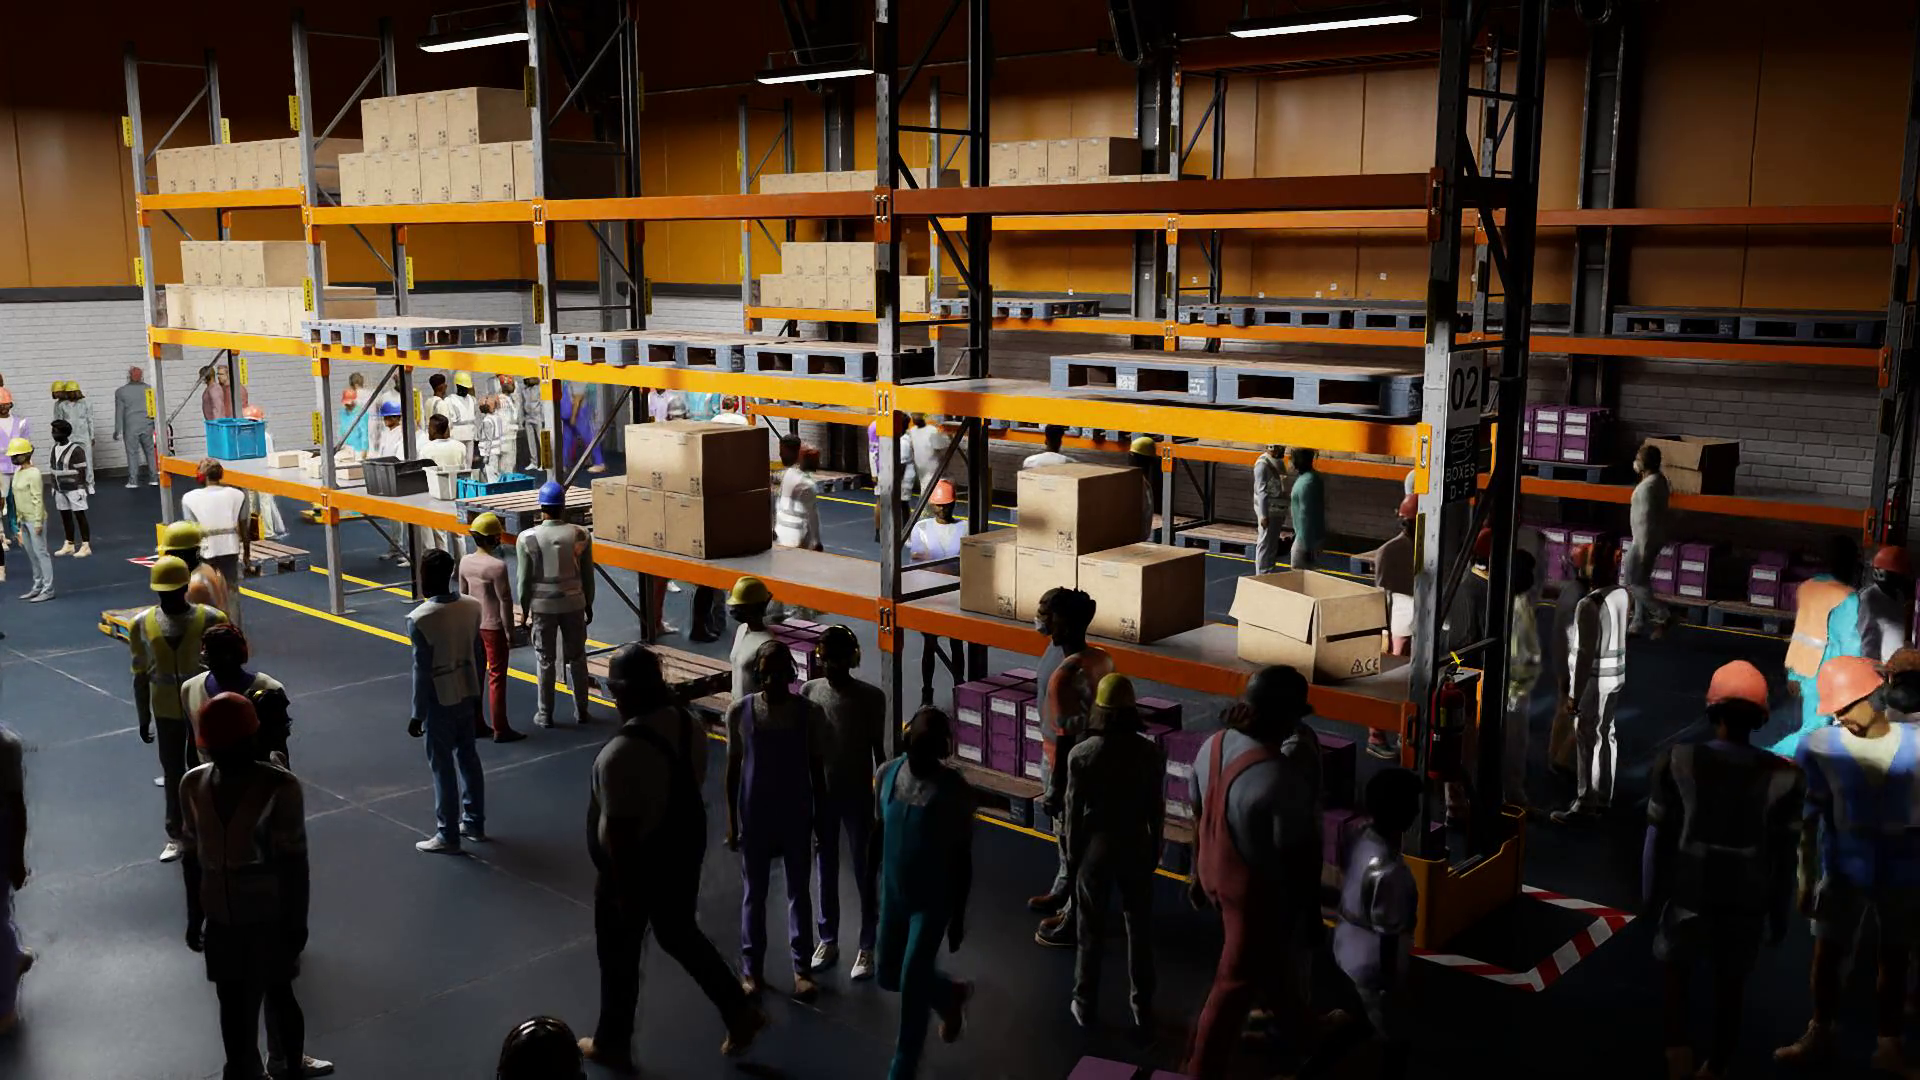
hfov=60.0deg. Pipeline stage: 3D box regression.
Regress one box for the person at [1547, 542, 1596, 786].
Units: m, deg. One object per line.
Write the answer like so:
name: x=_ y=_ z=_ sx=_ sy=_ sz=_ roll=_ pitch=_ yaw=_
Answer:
person: x=4.345 y=0.867 z=11.662 sx=0.389 sy=1.735 sz=0.568 roll=2 pitch=10 yaw=13

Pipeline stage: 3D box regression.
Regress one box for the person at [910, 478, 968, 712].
person: x=-0.128 y=0.462 z=13.368 sx=0.552 sy=1.937 sz=0.356 roll=0 pitch=10 yaw=-1

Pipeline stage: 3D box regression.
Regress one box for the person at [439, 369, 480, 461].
person: x=-8.766 y=-2.390 z=29.204 sx=0.686 sy=2.000 sz=0.535 roll=4 pitch=11 yaw=20

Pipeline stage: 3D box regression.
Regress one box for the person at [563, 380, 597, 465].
person: x=-6.578 y=-2.277 z=28.724 sx=0.608 sy=1.985 sz=0.396 roll=1 pitch=10 yaw=6

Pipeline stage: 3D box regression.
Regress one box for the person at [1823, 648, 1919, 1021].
person: x=4.571 y=1.430 z=8.168 sx=0.619 sy=1.845 sz=0.430 roll=5 pitch=11 yaw=27

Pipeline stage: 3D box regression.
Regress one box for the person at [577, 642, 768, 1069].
person: x=-1.337 y=1.439 z=7.557 sx=0.815 sy=2.000 sz=0.688 roll=6 pitch=12 yaw=31

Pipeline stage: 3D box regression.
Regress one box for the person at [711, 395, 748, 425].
person: x=-3.042 y=-1.017 z=22.028 sx=0.560 sy=1.836 sz=0.394 roll=5 pitch=11 yaw=25

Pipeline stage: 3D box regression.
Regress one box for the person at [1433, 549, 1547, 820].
person: x=3.525 y=0.943 z=10.977 sx=0.678 sy=1.825 sz=0.646 roll=6 pitch=12 yaw=31

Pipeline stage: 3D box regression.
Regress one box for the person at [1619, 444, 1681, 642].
person: x=6.535 y=0.051 z=15.742 sx=0.529 sy=1.925 sz=0.630 roll=7 pitch=12 yaw=36

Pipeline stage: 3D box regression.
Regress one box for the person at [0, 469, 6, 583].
person: x=-10.984 y=-0.344 z=18.631 sx=0.534 sy=1.694 sz=0.320 roll=-1 pitch=10 yaw=-4

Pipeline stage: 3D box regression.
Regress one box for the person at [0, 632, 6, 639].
person: x=-9.357 y=0.047 z=15.754 sx=0.393 sy=1.930 sz=0.548 roll=-1 pitch=10 yaw=-7

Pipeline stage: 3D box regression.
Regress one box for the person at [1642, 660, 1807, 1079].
person: x=3.239 y=1.527 z=7.098 sx=0.609 sy=2.031 sz=0.609 roll=4 pitch=11 yaw=20

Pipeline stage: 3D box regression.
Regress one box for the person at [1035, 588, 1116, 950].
person: x=0.623 y=1.226 z=8.970 sx=0.369 sy=1.967 sz=0.601 roll=5 pitch=11 yaw=27

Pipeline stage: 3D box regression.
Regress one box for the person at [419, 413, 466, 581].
person: x=-5.771 y=-0.458 z=18.616 sx=0.380 sy=1.921 sz=0.596 roll=7 pitch=12 yaw=34

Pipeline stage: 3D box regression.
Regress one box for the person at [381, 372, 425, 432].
person: x=-8.498 y=-1.644 z=25.450 sx=0.667 sy=1.876 sz=0.474 roll=-6 pitch=12 yaw=-30

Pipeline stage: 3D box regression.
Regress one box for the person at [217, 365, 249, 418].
person: x=-11.591 y=-1.820 z=26.359 sx=0.644 sy=1.907 sz=0.400 roll=3 pitch=10 yaw=16

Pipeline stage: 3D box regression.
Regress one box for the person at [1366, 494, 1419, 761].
person: x=3.303 y=0.636 z=12.265 sx=0.615 sy=1.984 sz=0.409 roll=-6 pitch=12 yaw=-30

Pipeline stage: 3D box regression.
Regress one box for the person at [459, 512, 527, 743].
person: x=-3.586 y=0.667 z=12.699 sx=0.527 sy=1.768 sz=0.314 roll=6 pitch=12 yaw=32

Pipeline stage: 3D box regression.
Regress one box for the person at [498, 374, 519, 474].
person: x=-6.759 y=-1.531 z=24.830 sx=0.351 sy=1.878 sz=0.568 roll=-2 pitch=10 yaw=-9

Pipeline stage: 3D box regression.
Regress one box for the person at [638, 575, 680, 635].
person: x=-2.980 y=-0.018 z=16.186 sx=0.393 sy=1.903 sz=0.606 roll=-5 pitch=11 yaw=-28

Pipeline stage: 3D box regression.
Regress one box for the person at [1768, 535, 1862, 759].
person: x=5.668 y=0.899 z=11.102 sx=0.864 sy=1.868 sz=0.638 roll=1 pitch=10 yaw=4

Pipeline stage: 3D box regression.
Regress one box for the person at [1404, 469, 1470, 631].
person: x=4.678 y=-0.043 z=16.344 sx=0.645 sy=1.905 sz=0.400 roll=1 pitch=10 yaw=5

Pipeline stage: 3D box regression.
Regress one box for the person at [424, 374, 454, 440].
person: x=-7.436 y=-1.403 z=23.830 sx=0.363 sy=1.966 sz=0.610 roll=-9 pitch=13 yaw=-42

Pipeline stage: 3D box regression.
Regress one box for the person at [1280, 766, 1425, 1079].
person: x=1.630 y=1.747 z=6.866 sx=0.607 sy=1.672 sz=0.550 roll=-1 pitch=10 yaw=-7

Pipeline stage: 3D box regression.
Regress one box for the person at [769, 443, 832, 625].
person: x=-1.567 y=-0.062 z=16.618 sx=0.797 sy=1.836 sz=0.653 roll=-5 pitch=11 yaw=-24

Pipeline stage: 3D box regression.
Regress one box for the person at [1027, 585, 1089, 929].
person: x=0.581 y=1.203 z=9.180 sx=0.369 sy=1.938 sz=0.630 roll=-1 pitch=10 yaw=-6

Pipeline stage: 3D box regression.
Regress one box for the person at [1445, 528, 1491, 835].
person: x=3.342 y=0.902 z=10.742 sx=0.387 sy=1.988 sz=0.608 roll=5 pitch=11 yaw=27

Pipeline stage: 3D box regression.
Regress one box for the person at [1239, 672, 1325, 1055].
person: x=1.533 y=1.494 z=7.821 sx=0.343 sy=1.839 sz=0.503 roll=3 pitch=11 yaw=18

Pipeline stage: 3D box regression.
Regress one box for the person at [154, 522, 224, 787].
person: x=-5.347 y=0.819 z=11.451 sx=0.733 sy=1.900 sz=0.606 roll=-4 pitch=11 yaw=-22

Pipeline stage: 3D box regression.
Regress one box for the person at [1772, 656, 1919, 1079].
person: x=4.103 y=1.498 z=7.399 sx=0.757 sy=1.993 sz=0.398 roll=4 pitch=11 yaw=22

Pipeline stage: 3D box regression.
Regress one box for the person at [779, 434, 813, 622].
person: x=-1.616 y=-0.117 z=16.741 sx=0.391 sy=1.908 sz=0.601 roll=-2 pitch=10 yaw=-9

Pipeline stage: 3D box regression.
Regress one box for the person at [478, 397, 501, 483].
person: x=-6.705 y=-1.220 z=23.721 sx=0.308 sy=1.641 sz=0.514 roll=-2 pitch=10 yaw=-10

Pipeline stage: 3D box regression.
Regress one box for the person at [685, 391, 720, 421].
person: x=-3.916 y=-1.680 z=25.182 sx=0.607 sy=2.044 sz=0.378 roll=4 pitch=11 yaw=22

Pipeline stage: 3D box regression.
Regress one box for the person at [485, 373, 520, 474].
person: x=-7.608 y=-2.068 z=27.644 sx=0.605 sy=1.949 sz=0.399 roll=2 pitch=10 yaw=13

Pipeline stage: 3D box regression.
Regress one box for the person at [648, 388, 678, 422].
person: x=-4.425 y=-1.544 z=24.682 sx=0.614 sy=1.945 sz=0.403 roll=1 pitch=10 yaw=7

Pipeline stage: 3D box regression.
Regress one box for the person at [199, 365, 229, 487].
person: x=-11.613 y=-1.751 z=25.900 sx=0.372 sy=1.934 sz=0.627 roll=-5 pitch=11 yaw=-26
